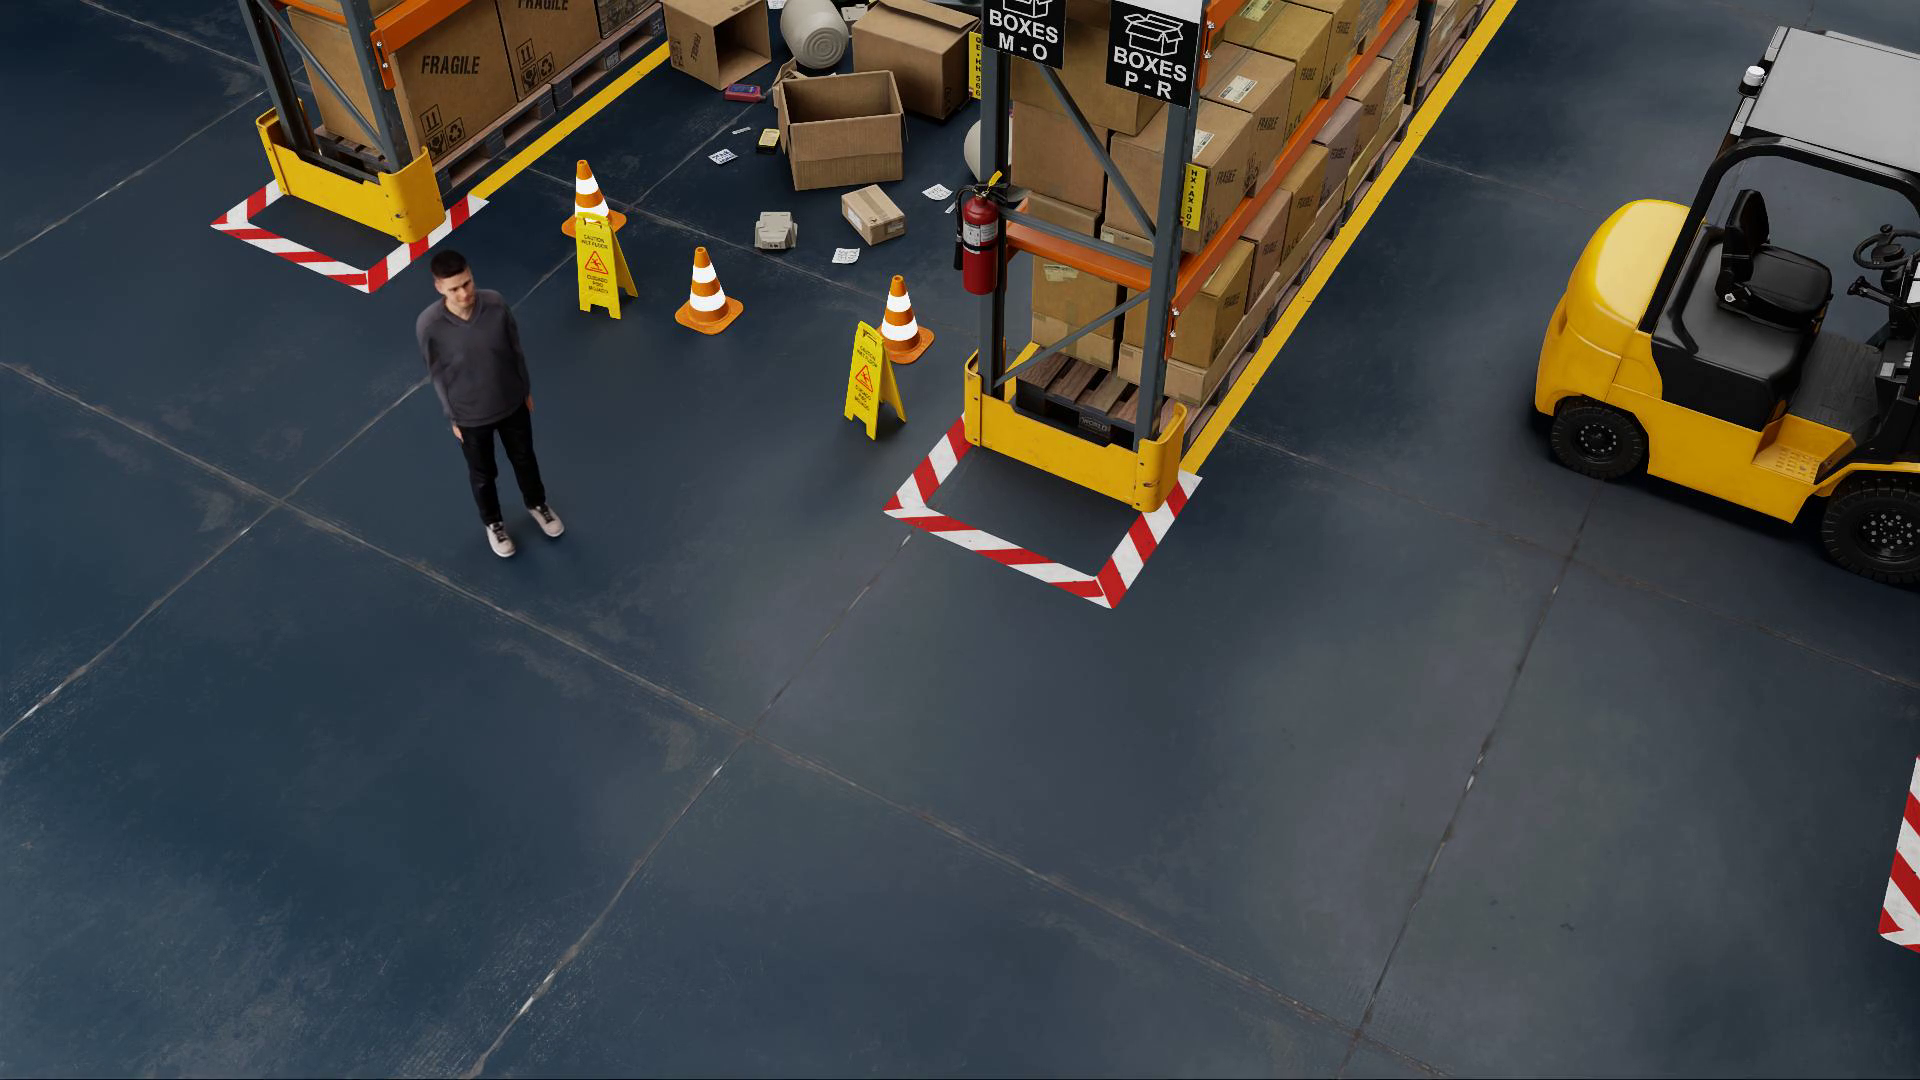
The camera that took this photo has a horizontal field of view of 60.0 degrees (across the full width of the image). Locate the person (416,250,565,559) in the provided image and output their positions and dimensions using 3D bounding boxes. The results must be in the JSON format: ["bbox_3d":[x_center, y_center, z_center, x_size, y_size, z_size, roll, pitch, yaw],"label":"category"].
[{"bbox_3d":[-2.271,-0.662,7.984,0.620,1.760,0.749,-27,53,-23],"label":"person"}]
